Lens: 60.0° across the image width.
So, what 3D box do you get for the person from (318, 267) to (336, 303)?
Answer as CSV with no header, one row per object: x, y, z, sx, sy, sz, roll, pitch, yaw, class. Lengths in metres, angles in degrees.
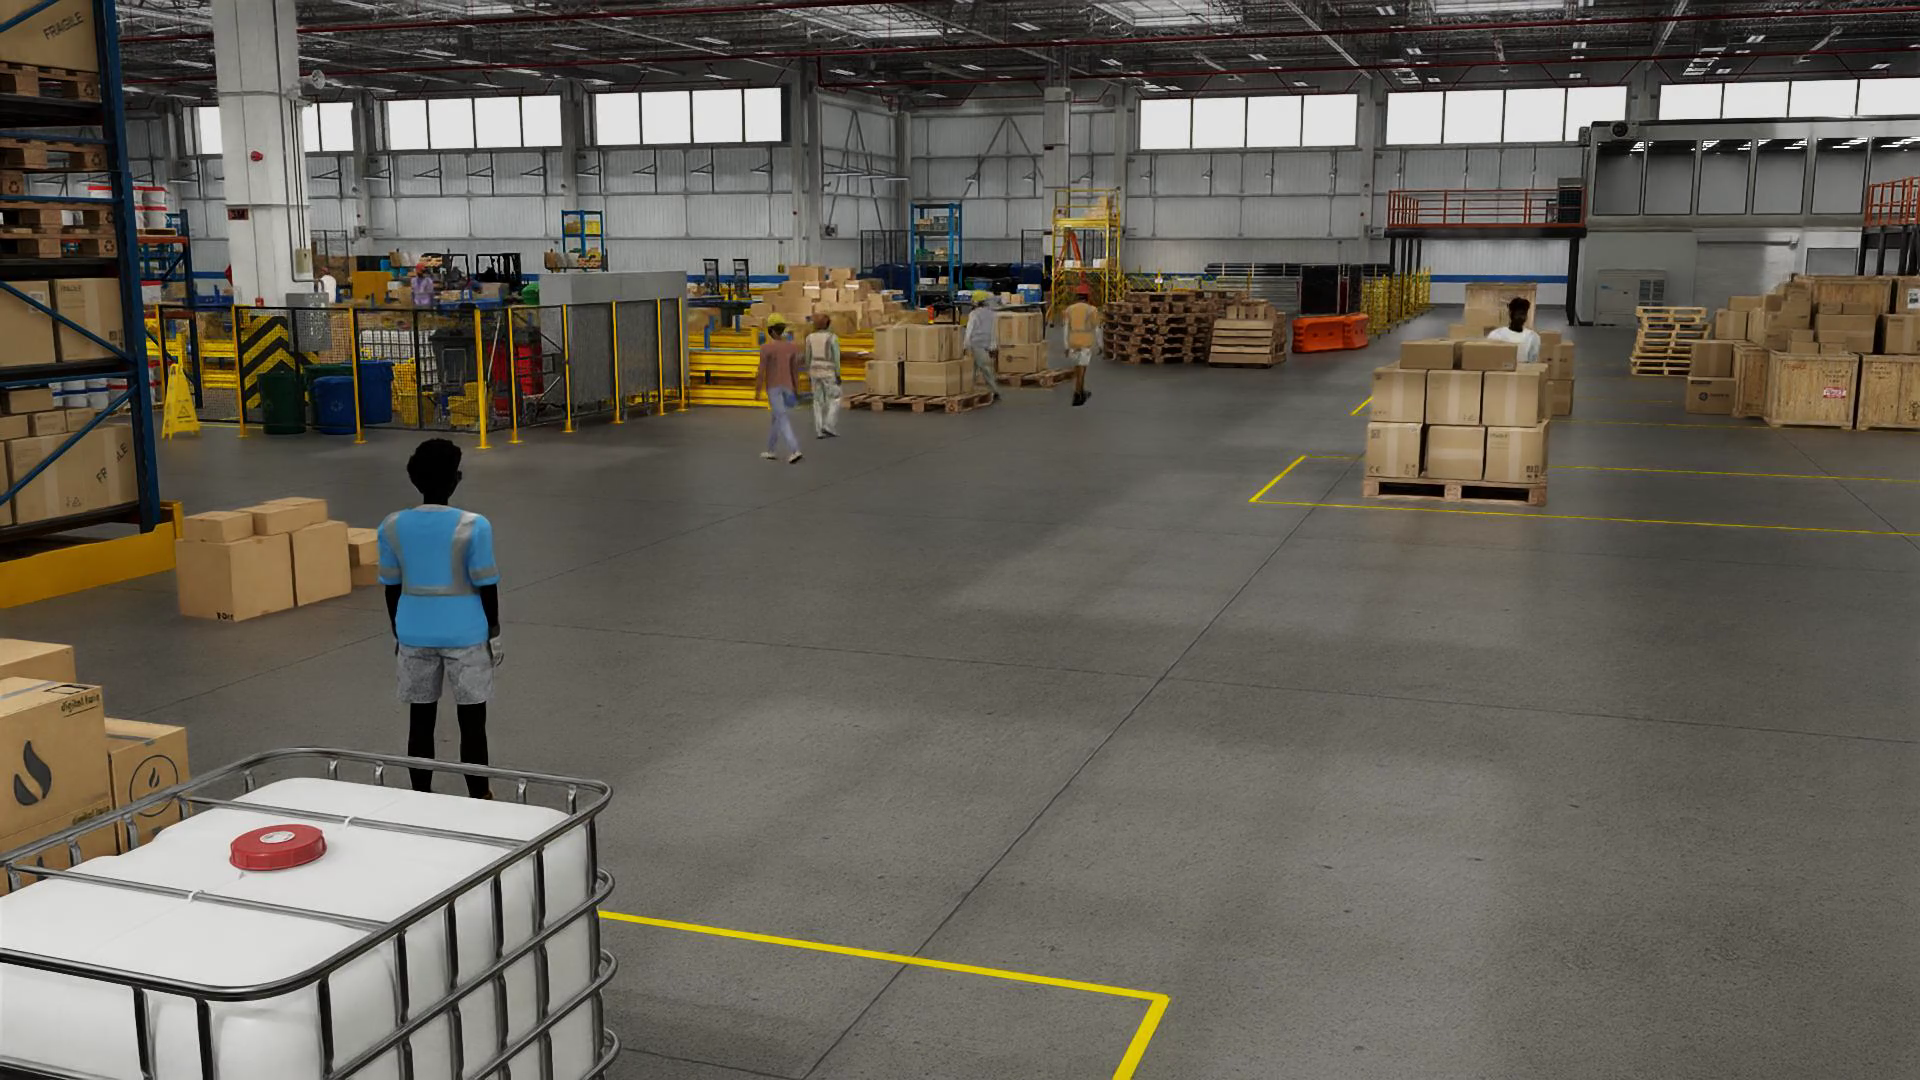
-17.640,-6.653,46.323,0.395,1.899,0.644,3,11,17,person

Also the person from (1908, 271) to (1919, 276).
22.248,-5.384,39.144,0.608,1.903,0.503,-7,12,-34,person

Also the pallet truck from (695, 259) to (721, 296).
-9.165,-9.627,62.776,0.823,1.965,1.885,4,11,23,pallet truck

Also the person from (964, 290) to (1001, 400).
0.290,-3.139,26.865,0.965,1.784,0.591,5,11,27,person

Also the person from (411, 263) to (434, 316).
-13.824,-6.088,42.719,0.614,2.040,0.392,2,10,11,person

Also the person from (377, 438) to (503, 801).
-2.187,0.415,7.068,0.532,1.697,0.319,2,10,9,person

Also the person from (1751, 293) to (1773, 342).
12.822,-3.052,26.461,0.494,1.743,0.307,1,10,5,person

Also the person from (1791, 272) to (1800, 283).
20.943,-5.798,41.750,0.540,1.801,0.910,-5,11,-24,person

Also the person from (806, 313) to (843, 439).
-1.758,-2.121,21.512,0.548,1.625,0.389,5,11,28,person

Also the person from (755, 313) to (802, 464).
-2.076,-1.752,19.189,0.883,1.728,0.532,10,14,44,person

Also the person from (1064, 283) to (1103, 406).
1.979,-3.081,26.196,0.553,1.890,0.945,6,12,31,person

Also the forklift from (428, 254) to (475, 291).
-20.133,-10.254,65.465,1.157,1.987,2.680,3,11,19,forklift

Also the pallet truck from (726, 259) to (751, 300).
-7.986,-9.493,62.019,0.823,1.965,1.885,3,11,17,pallet truck

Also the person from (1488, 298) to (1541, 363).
6.048,-1.678,18.203,0.623,1.930,0.793,0,10,2,person

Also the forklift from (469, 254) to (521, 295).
-17.990,-10.121,64.684,1.157,1.987,2.680,3,11,17,forklift
